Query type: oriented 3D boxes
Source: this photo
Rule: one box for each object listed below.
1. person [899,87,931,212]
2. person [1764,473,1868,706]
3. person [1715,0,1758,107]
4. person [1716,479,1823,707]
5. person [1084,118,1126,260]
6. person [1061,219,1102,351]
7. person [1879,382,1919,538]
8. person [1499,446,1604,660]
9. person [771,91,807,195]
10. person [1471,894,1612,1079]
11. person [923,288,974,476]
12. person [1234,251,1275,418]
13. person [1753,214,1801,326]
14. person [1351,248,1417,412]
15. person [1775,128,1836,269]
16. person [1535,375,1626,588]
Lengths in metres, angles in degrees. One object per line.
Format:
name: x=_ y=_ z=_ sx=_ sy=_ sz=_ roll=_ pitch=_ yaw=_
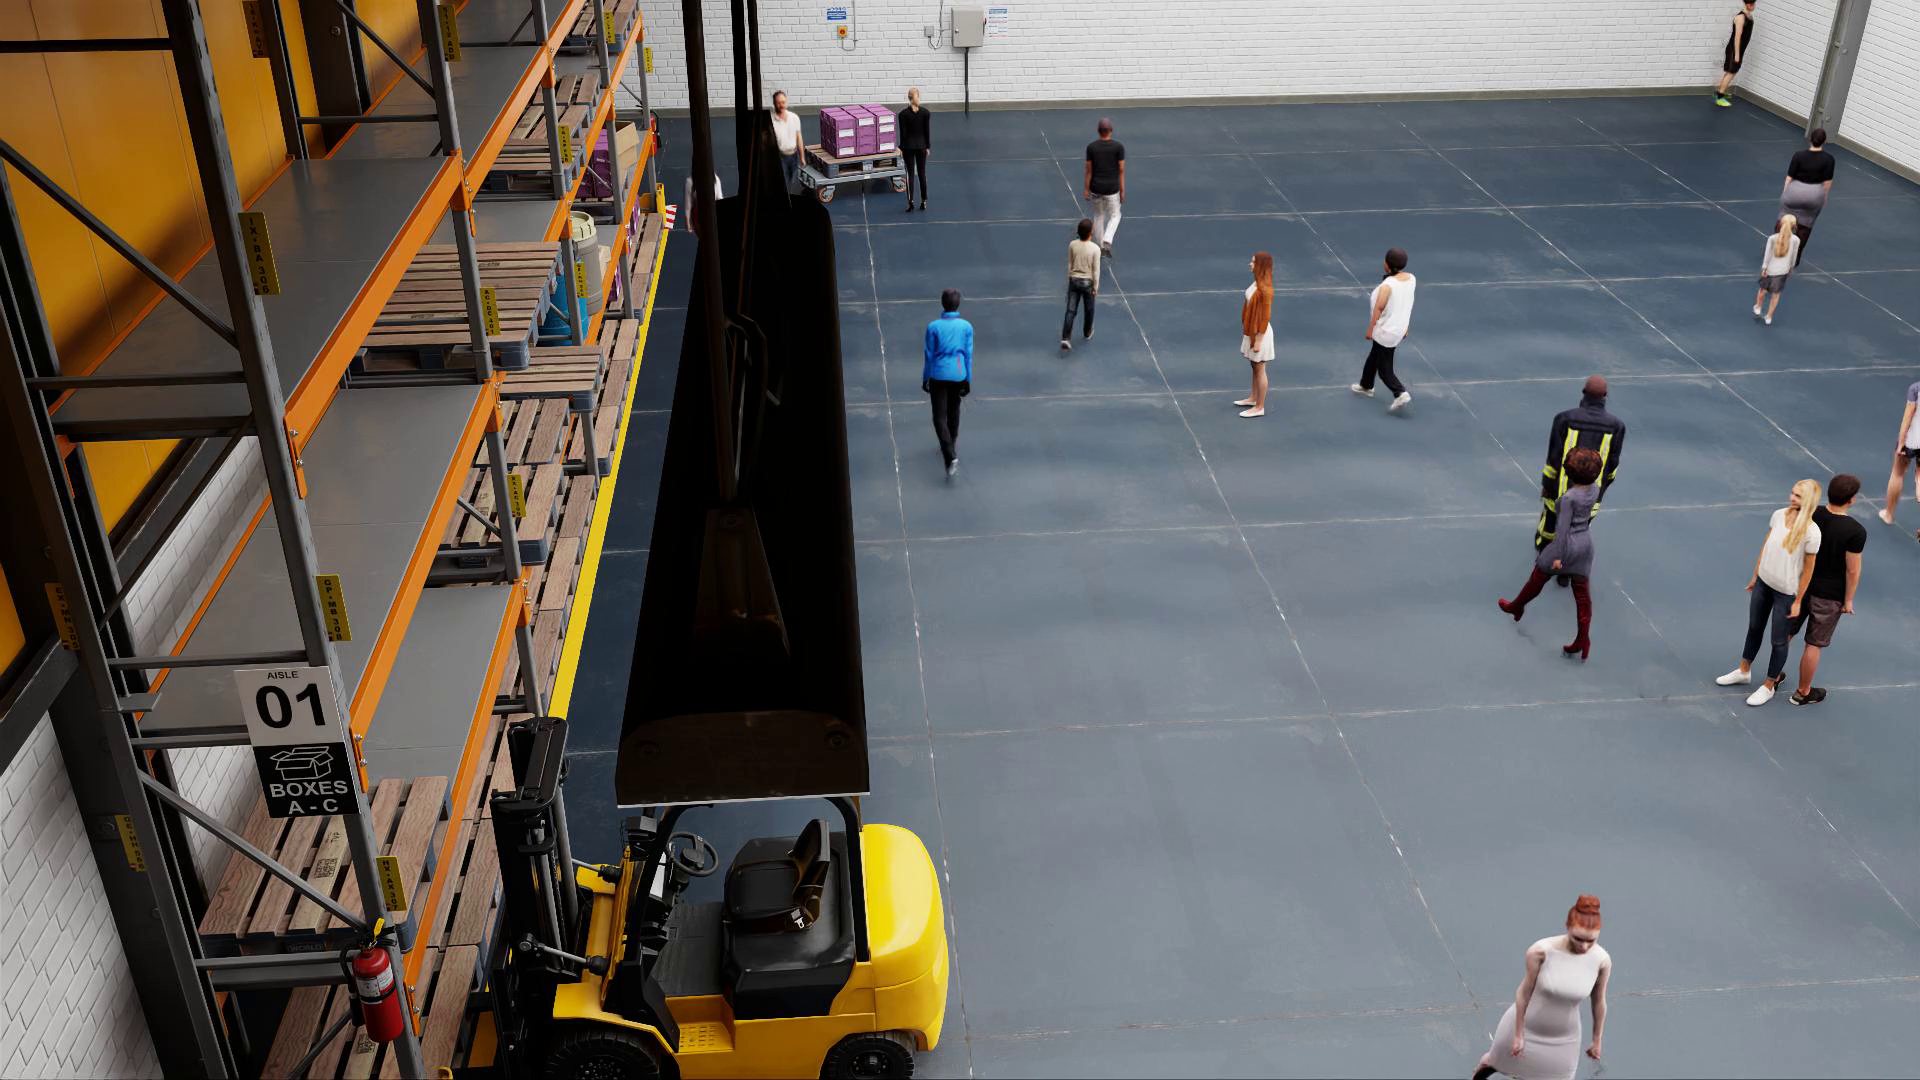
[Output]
person: x=-0.619 y=-5.336 z=22.771 sx=0.652 sy=1.707 sz=0.613 roll=-9 pitch=30 yaw=-15
person: x=6.272 y=0.347 z=12.192 sx=0.824 sy=1.862 sz=0.714 roll=-20 pitch=34 yaw=-32
person: x=13.006 y=-8.235 z=27.936 sx=0.987 sy=1.851 sz=0.874 roll=10 pitch=30 yaw=18
person: x=6.021 y=0.366 z=12.212 sx=0.708 sy=1.809 sz=0.533 roll=-9 pitch=30 yaw=-17
person: x=1.819 y=-4.377 z=20.924 sx=0.825 sy=1.791 sz=0.965 roll=6 pitch=29 yaw=11
person: x=1.315 y=-2.807 z=18.408 sx=0.828 sy=1.444 sz=1.075 roll=9 pitch=30 yaw=16
person: x=8.407 y=-0.817 z=14.481 sx=0.747 sy=1.712 sz=0.995 roll=4 pitch=29 yaw=7
person: x=4.763 y=0.135 z=12.778 sx=0.876 sy=1.672 sz=1.166 roll=-14 pitch=32 yaw=-24
person: x=-2.355 y=-5.080 z=22.180 sx=0.949 sy=1.824 sz=1.309 roll=-13 pitch=31 yaw=-22
person: x=2.976 y=2.471 z=8.375 sx=0.867 sy=1.786 sz=0.827 roll=5 pitch=29 yaw=9
person: x=-0.098 y=-1.477 z=15.626 sx=0.747 sy=1.773 sz=1.142 roll=-7 pitch=29 yaw=-13
person: x=3.028 y=-2.094 z=16.812 sx=0.671 sy=1.723 sz=0.506 roll=-1 pitch=29 yaw=-2
person: x=9.415 y=-3.101 z=19.143 sx=0.687 sy=1.257 sz=0.806 roll=12 pitch=31 yaw=21
person: x=4.387 y=-2.127 z=16.935 sx=1.036 sy=1.661 sz=1.140 roll=-26 pitch=38 yaw=-38
person: x=10.506 y=-4.234 z=20.700 sx=0.784 sy=1.755 sz=0.811 roll=16 pitch=32 yaw=27
person: x=5.112 y=-0.464 z=13.753 sx=0.960 sy=1.791 sz=1.158 roll=6 pitch=29 yaw=11
